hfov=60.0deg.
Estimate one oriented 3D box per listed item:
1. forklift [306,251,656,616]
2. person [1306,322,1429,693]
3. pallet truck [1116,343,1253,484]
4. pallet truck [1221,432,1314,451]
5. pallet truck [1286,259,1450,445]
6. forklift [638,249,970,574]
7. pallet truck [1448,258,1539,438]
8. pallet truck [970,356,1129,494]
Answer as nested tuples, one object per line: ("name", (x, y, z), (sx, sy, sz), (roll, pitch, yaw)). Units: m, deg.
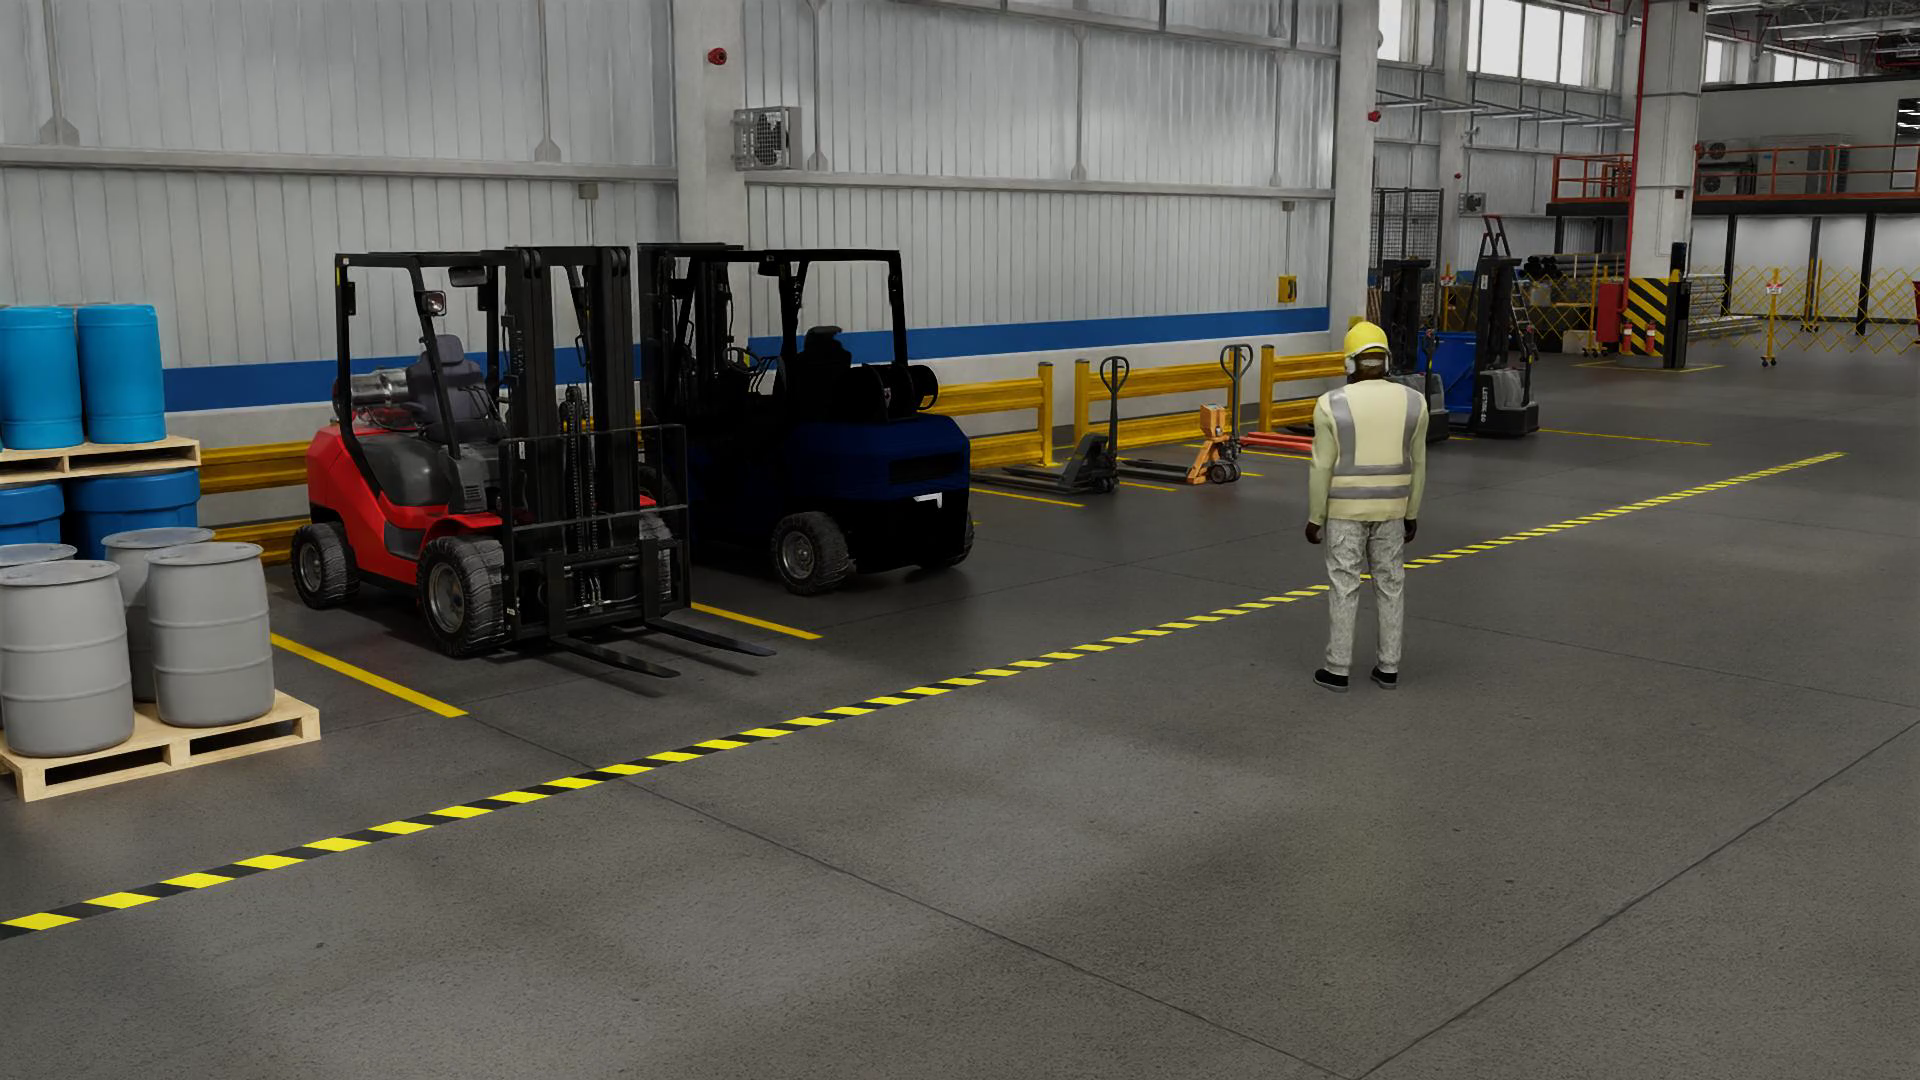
("forklift", (-2.833, -0.669, 9.694), (1.157, 1.987, 2.680), (-10, 14, -44))
("person", (1.980, -0.152, 8.168), (0.586, 1.823, 0.403), (-2, 11, -8))
("pallet truck", (1.962, -1.215, 15.415), (1.522, 1.261, 0.704), (10, 14, 43))
("pallet truck", (3.563, -1.581, 17.381), (0.653, 1.274, 1.630), (-10, 14, -44))
("pallet truck", (4.493, -2.078, 18.196), (0.823, 1.965, 1.885), (-9, 14, -40))
("forklift", (-1.173, -0.958, 11.239), (2.680, 1.987, 1.157), (10, 14, 43))
("pallet truck", (5.704, -2.208, 18.901), (1.885, 1.965, 0.823), (10, 14, 43))
("pallet truck", (0.784, -1.085, 14.876), (0.680, 1.201, 1.601), (-10, 14, -44))
